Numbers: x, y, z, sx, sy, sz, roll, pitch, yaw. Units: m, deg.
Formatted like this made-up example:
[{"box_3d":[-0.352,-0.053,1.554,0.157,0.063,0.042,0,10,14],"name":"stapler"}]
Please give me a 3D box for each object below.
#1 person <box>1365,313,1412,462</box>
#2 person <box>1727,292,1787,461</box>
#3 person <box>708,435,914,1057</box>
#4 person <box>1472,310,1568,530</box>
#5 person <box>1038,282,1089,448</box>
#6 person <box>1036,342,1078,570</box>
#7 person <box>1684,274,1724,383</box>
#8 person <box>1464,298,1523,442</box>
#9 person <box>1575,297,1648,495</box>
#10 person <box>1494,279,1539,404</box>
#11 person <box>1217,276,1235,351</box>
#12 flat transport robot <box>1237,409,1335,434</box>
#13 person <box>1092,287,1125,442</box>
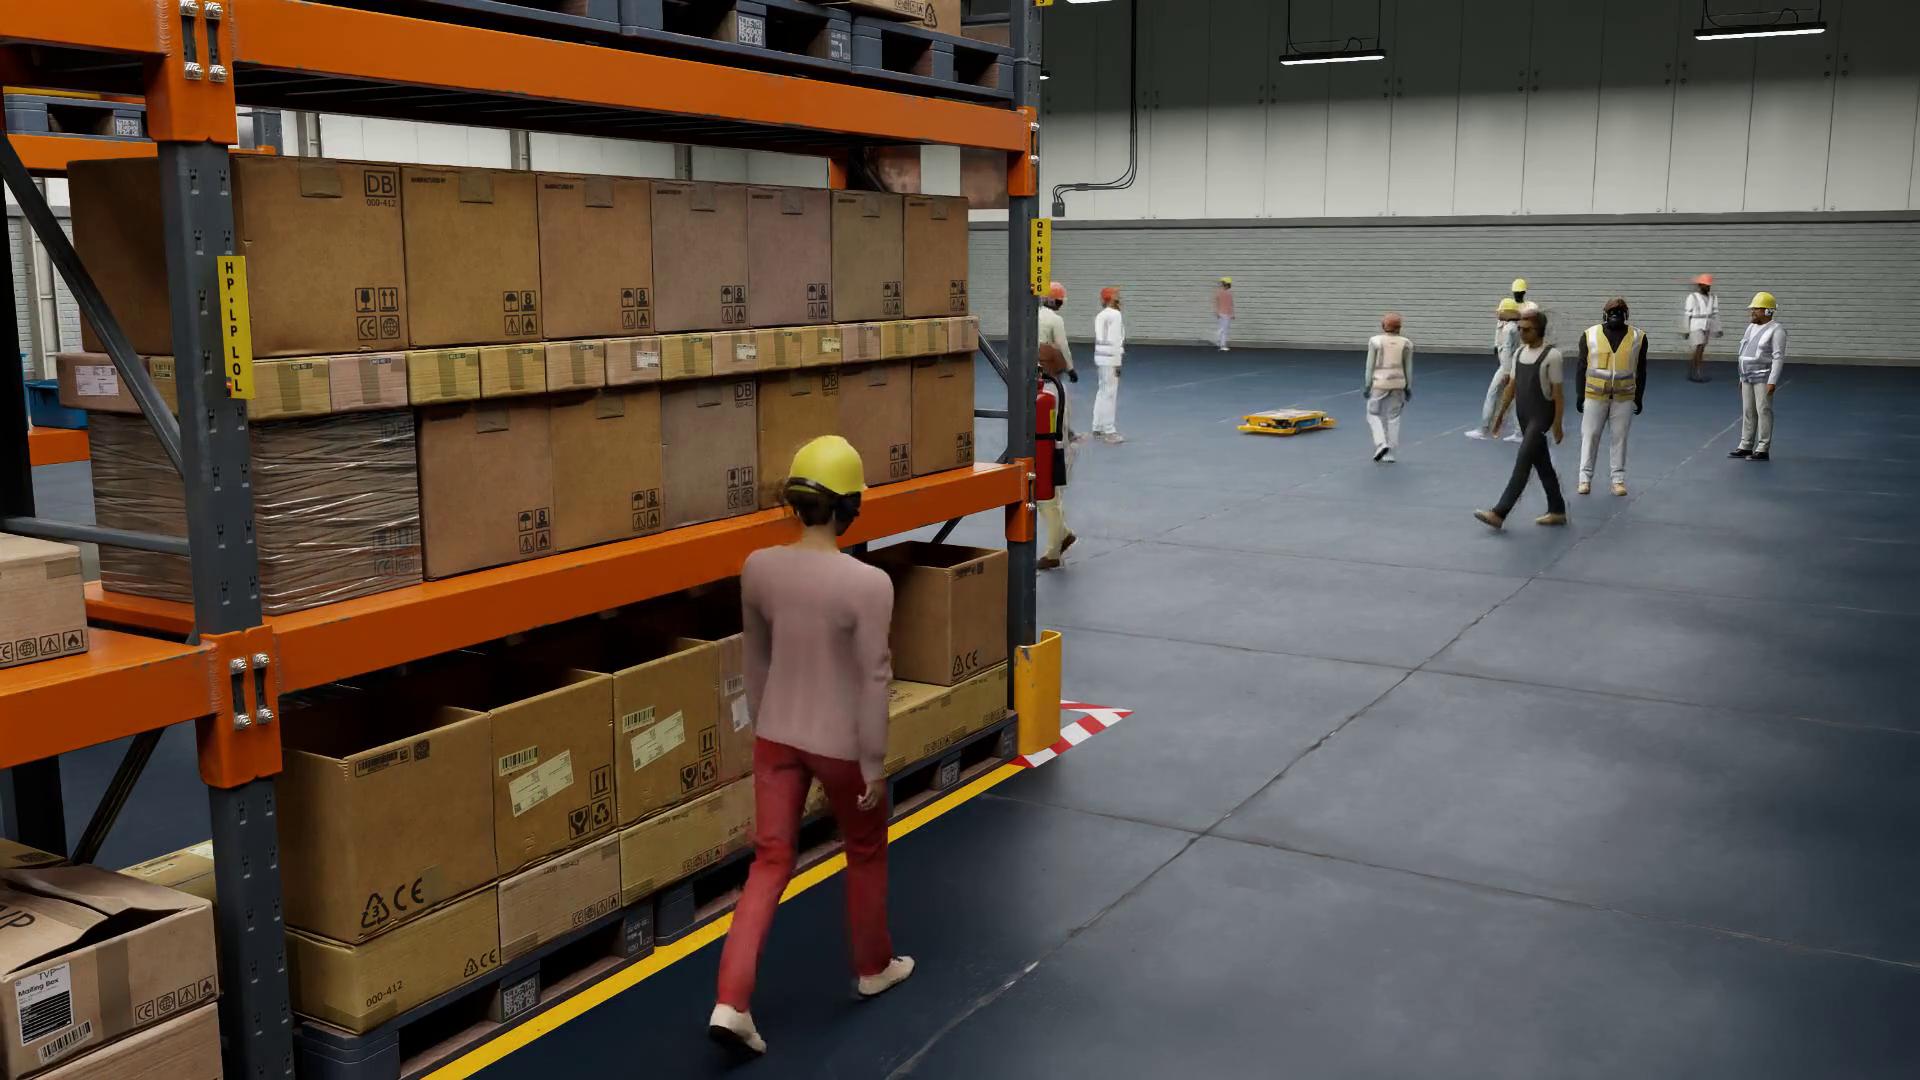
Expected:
[{"box_3d":[4.636,-1.644,17.988,0.535,1.614,0.400,-1,10,-6],"name":"person"},{"box_3d":[8.696,-1.774,18.131,0.403,1.834,0.589,-2,10,-10],"name":"person"},{"box_3d":[-0.437,0.567,4.715,0.535,1.728,0.860,5,11,27],"name":"person"},{"box_3d":[4.635,-0.979,13.603,1.005,1.785,0.529,-3,10,-18],"name":"person"},{"box_3d":[1.025,-1.949,18.870,1.086,1.918,0.616,-5,11,-25],"name":"person"},{"box_3d":[0.611,-0.589,11.791,0.355,1.619,0.528,-2,10,-10],"name":"person"},{"box_3d":[13.162,-3.726,29.369,0.564,1.899,0.922,-2,10,-14],"name":"person"},{"box_3d":[6.496,-2.046,20.044,0.803,1.711,0.513,7,12,35],"name":"person"},{"box_3d":[6.079,-1.337,15.553,0.623,1.844,0.429,3,10,15],"name":"person"},{"box_3d":[8.498,-3.033,25.359,0.594,1.899,0.931,6,12,33],"name":"person"},{"box_3d":[6.270,-5.324,39.175,0.381,1.754,0.527,-4,10,-20],"name":"person"},{"box_3d":[4.168,-1.519,21.207,0.652,0.197,1.431,8,12,38],"name":"flat transport robot"},{"box_3d":[1.799,-2.107,20.049,0.346,1.854,0.683,-3,10,-16],"name":"person"}]
